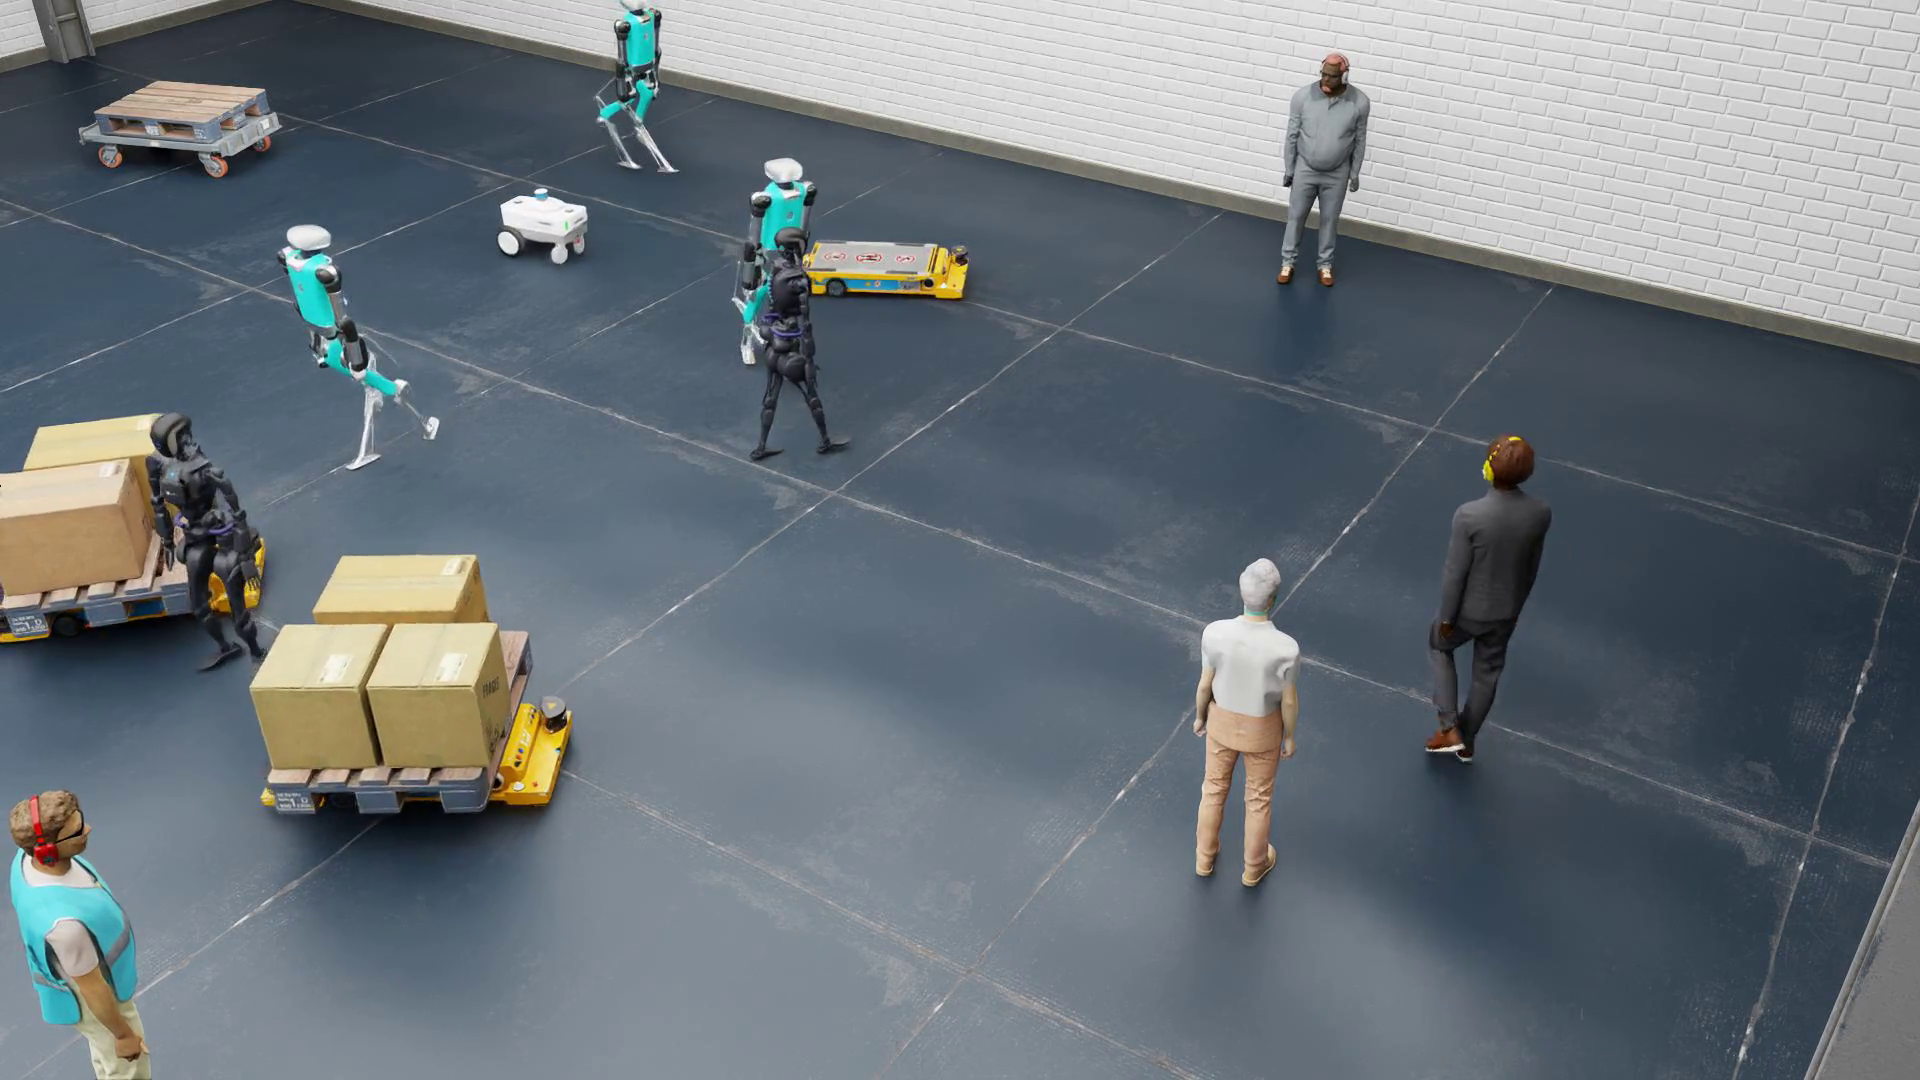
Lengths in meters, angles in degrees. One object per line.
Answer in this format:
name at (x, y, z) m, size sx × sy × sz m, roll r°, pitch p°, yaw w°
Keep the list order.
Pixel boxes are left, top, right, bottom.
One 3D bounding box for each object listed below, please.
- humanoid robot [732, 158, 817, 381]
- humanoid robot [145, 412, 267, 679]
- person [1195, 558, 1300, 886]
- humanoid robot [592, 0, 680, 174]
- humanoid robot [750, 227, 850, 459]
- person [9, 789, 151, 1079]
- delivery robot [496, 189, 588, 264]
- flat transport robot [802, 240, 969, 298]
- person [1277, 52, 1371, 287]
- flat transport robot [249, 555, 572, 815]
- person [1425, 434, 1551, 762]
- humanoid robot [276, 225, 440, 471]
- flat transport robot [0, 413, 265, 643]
humanoid robot at (-1.459, -1.974, 11.987) m, size 0.560 × 1.736 × 0.939 m, roll -27°, pitch 41°, yaw -35°
humanoid robot at (-4.023, 0.036, 8.905) m, size 0.609 × 1.648 × 0.324 m, roll 9°, pitch 34°, yaw 14°
person at (1.301, 0.848, 7.578) m, size 0.474 × 1.738 × 0.321 m, roll 12°, pitch 35°, yaw 18°
humanoid robot at (-3.126, -4.240, 15.512) m, size 0.831 × 1.764 × 0.543 m, roll 22°, pitch 39°, yaw 30°
humanoid robot at (-1.119, -1.306, 10.999) m, size 0.658 × 1.637 × 0.607 m, roll -17°, pitch 36°, yaw -25°
person at (-3.210, 1.681, 6.182) m, size 0.374 × 1.843 × 0.569 m, roll -22°, pitch 39°, yaw -30°
delivery robot at (-3.571, -2.691, 14.194) m, size 0.782 × 0.611 × 0.521 m, roll 13°, pitch 35°, yaw 19°
flat transport robot at (-0.665, -2.229, 13.725) m, size 1.431 × 0.231 × 0.659 m, roll 3°, pitch 33°, yaw 4°
person at (2.909, -2.961, 13.354) m, size 0.642 × 1.905 × 0.403 m, roll 5°, pitch 33°, yaw 8°
flat transport robot at (-2.778, 1.089, 8.562) m, size 1.431 × 0.231 × 0.659 m, roll -1°, pitch 33°, yaw -1°
person at (2.608, 0.305, 8.306) m, size 0.491 × 1.864 × 0.412 m, roll -2°, pitch 33°, yaw -2°
humanoid robot at (-3.879, -1.301, 10.970) m, size 0.552 × 1.823 × 0.896 m, roll 22°, pitch 39°, yaw 30°
flat transport robot at (-4.910, 0.259, 9.854) m, size 1.431 × 0.231 × 0.659 m, roll -9°, pitch 34°, yaw -13°
